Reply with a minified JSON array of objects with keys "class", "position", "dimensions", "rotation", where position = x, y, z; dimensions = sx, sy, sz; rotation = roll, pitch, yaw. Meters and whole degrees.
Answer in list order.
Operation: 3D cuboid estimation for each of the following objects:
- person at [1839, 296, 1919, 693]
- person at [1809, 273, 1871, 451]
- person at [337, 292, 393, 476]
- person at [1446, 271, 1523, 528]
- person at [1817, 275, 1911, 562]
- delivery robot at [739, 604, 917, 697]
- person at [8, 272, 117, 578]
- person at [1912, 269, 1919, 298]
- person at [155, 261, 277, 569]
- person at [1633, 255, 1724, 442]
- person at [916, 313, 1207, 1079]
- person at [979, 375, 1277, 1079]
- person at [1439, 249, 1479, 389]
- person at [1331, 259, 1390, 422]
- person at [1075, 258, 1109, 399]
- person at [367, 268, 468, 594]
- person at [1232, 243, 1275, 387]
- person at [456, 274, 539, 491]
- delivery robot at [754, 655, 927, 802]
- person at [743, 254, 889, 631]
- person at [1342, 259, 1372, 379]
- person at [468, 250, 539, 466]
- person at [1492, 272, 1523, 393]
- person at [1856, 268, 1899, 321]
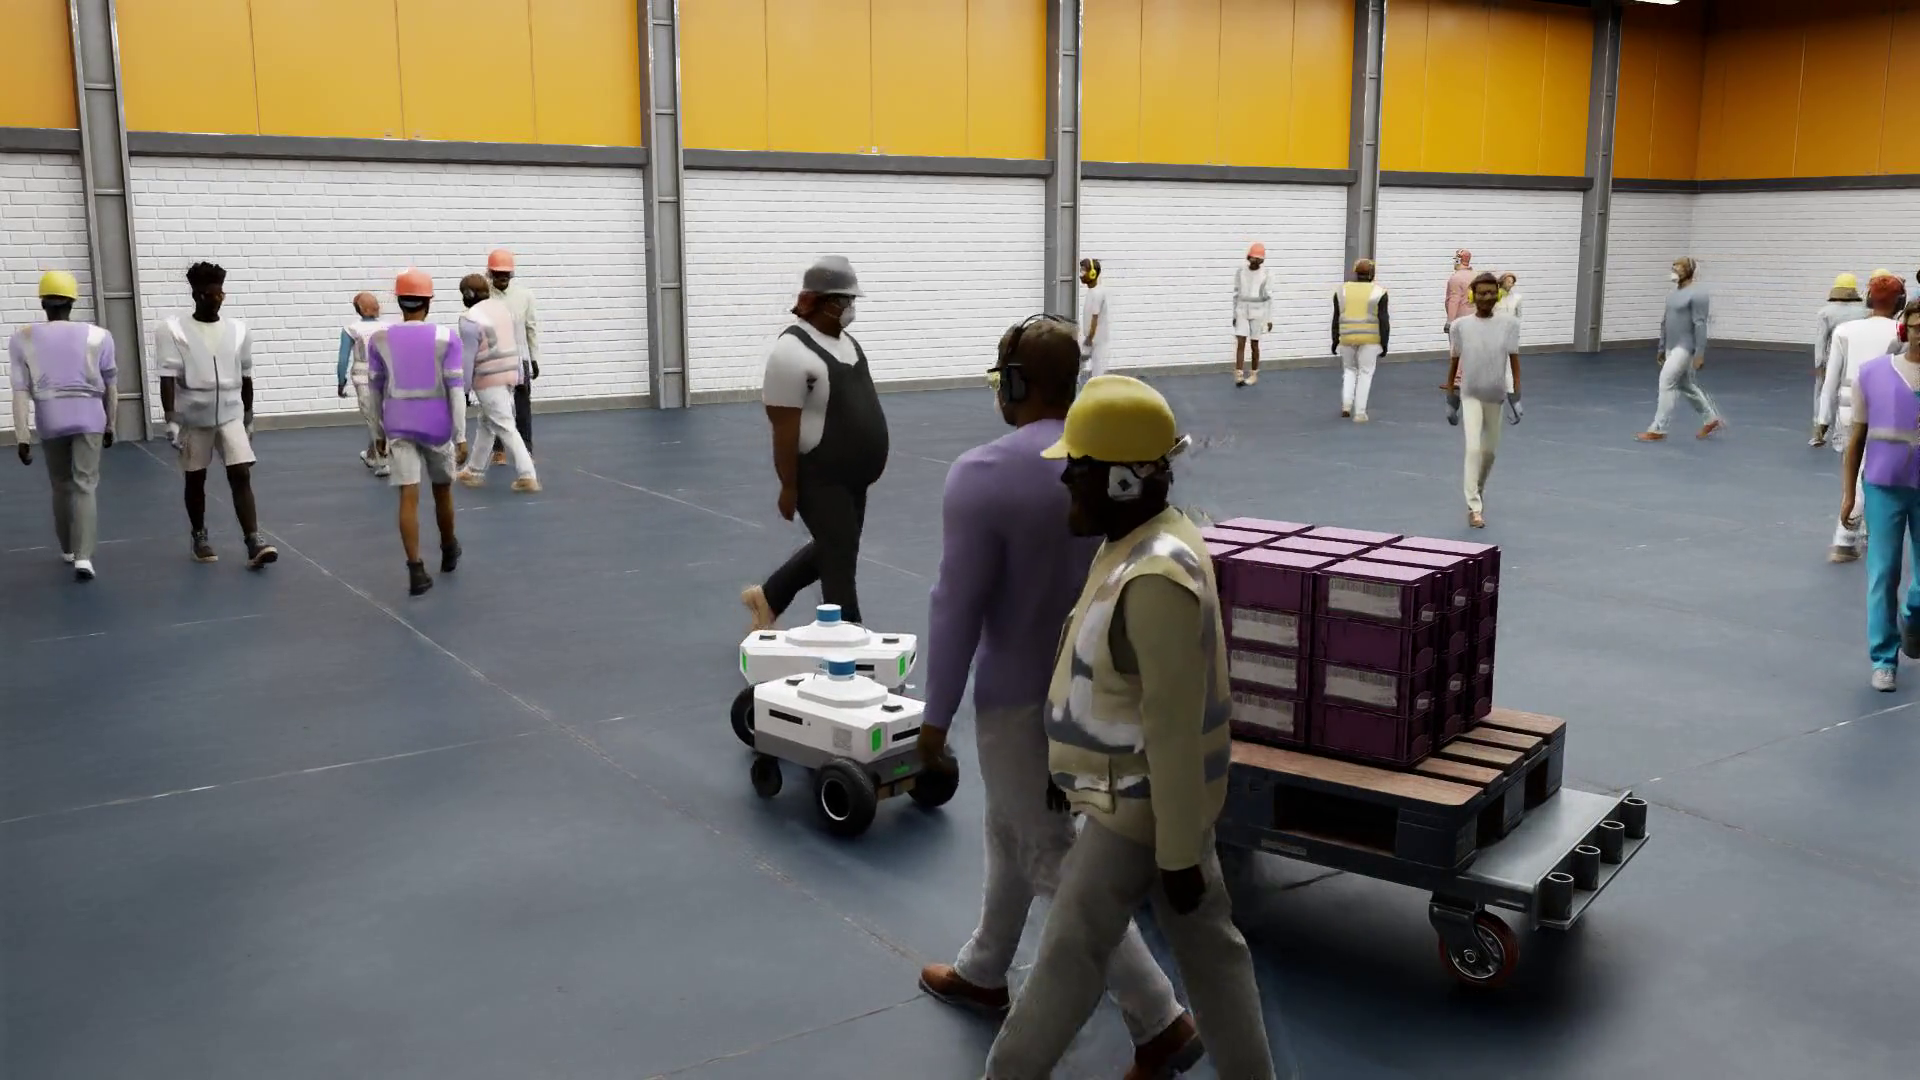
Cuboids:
[{"class":"person","position":[4.420,-0.233,7.748],"dimensions":[0.570,1.824,0.645],"rotation":[5,11,24]},{"class":"person","position":[8.628,-1.742,16.318],"dimensions":[0.489,1.722,0.607],"rotation":[4,11,19]},{"class":"person","position":[-5.185,-1.370,14.618],"dimensions":[0.537,1.588,0.896],"rotation":[-9,14,-42]},{"class":"person","position":[3.832,-1.050,12.197],"dimensions":[0.519,1.844,0.891],"rotation":[1,10,6]},{"class":"person","position":[5.958,-0.794,10.804],"dimensions":[1.000,1.824,0.605],"rotation":[-7,12,-34]},{"class":"delivery robot","position":[-0.538,0.511,6.892],"dimensions":[0.707,0.478,0.477],"rotation":[1,10,6]},{"class":"person","position":[-5.521,-0.715,10.296],"dimensions":[0.574,1.871,1.028],"rotation":[-4,11,-21]},{"class":"person","position":[12.497,-2.702,21.624],"dimensions":[0.318,1.700,0.535],"rotation":[3,11,16]},{"class":"person","position":[-4.666,-0.766,10.390],"dimensions":[0.633,1.911,0.985],"rotation":[-9,14,-41]},{"class":"person","position":[7.389,-1.937,16.889],"dimensions":[0.957,1.911,0.645],"rotation":[-1,10,-4]},{"class":"person","position":[0.266,0.393,4.124],"dimensions":[0.983,1.897,0.641],"rotation":[10,14,43]},{"class":"person","position":[0.305,0.534,3.648],"dimensions":[0.951,1.777,0.611],"rotation":[2,10,9]},{"class":"person","position":[6.837,-3.017,22.776],"dimensions":[0.636,1.911,0.406],"rotation":[-9,14,-41]},{"class":"person","position":[4.536,-2.246,18.785],"dimensions":[0.651,1.818,0.491],"rotation":[6,12,30]},{"class":"person","position":[1.351,-2.085,17.875],"dimensions":[0.670,1.844,0.516],"rotation":[-2,11,-10]},{"class":"person","position":[-3.233,-0.673,9.976],"dimensions":[0.571,1.884,0.972],"rotation":[-2,10,-9]},{"class":"person","position":[4.034,-3.099,23.004],"dimensions":[0.633,1.984,0.927],"rotation":[5,11,25]},{"class":"person","position":[-3.848,-1.283,13.635],"dimensions":[0.901,1.785,0.656],"rotation":[3,11,15]},{"class":"delivery robot","position":[-0.429,0.662,6.060],"dimensions":[0.707,0.478,0.477],"rotation":[10,14,42]},{"class":"person","position":[-0.698,-0.384,7.980],"dimensions":[0.854,2.000,0.690],"rotation":[4,11,20]},{"class":"person","position":[5.834,-3.227,24.340],"dimensions":[0.514,1.746,0.561],"rotation":[-8,13,-37]},{"class":"person","position":[-4.084,-1.619,14.965],"dimensions":[0.622,1.952,0.876],"rotation":[-4,11,-22]},{"class":"person","position":[7.260,-2.783,22.294],"dimensions":[0.519,1.612,0.722],"rotation":[0,10,0]},{"class":"person","position":[10.366,-2.232,18.949],"dimensions":[0.523,1.734,0.831],"rotation":[7,13,35]}]
